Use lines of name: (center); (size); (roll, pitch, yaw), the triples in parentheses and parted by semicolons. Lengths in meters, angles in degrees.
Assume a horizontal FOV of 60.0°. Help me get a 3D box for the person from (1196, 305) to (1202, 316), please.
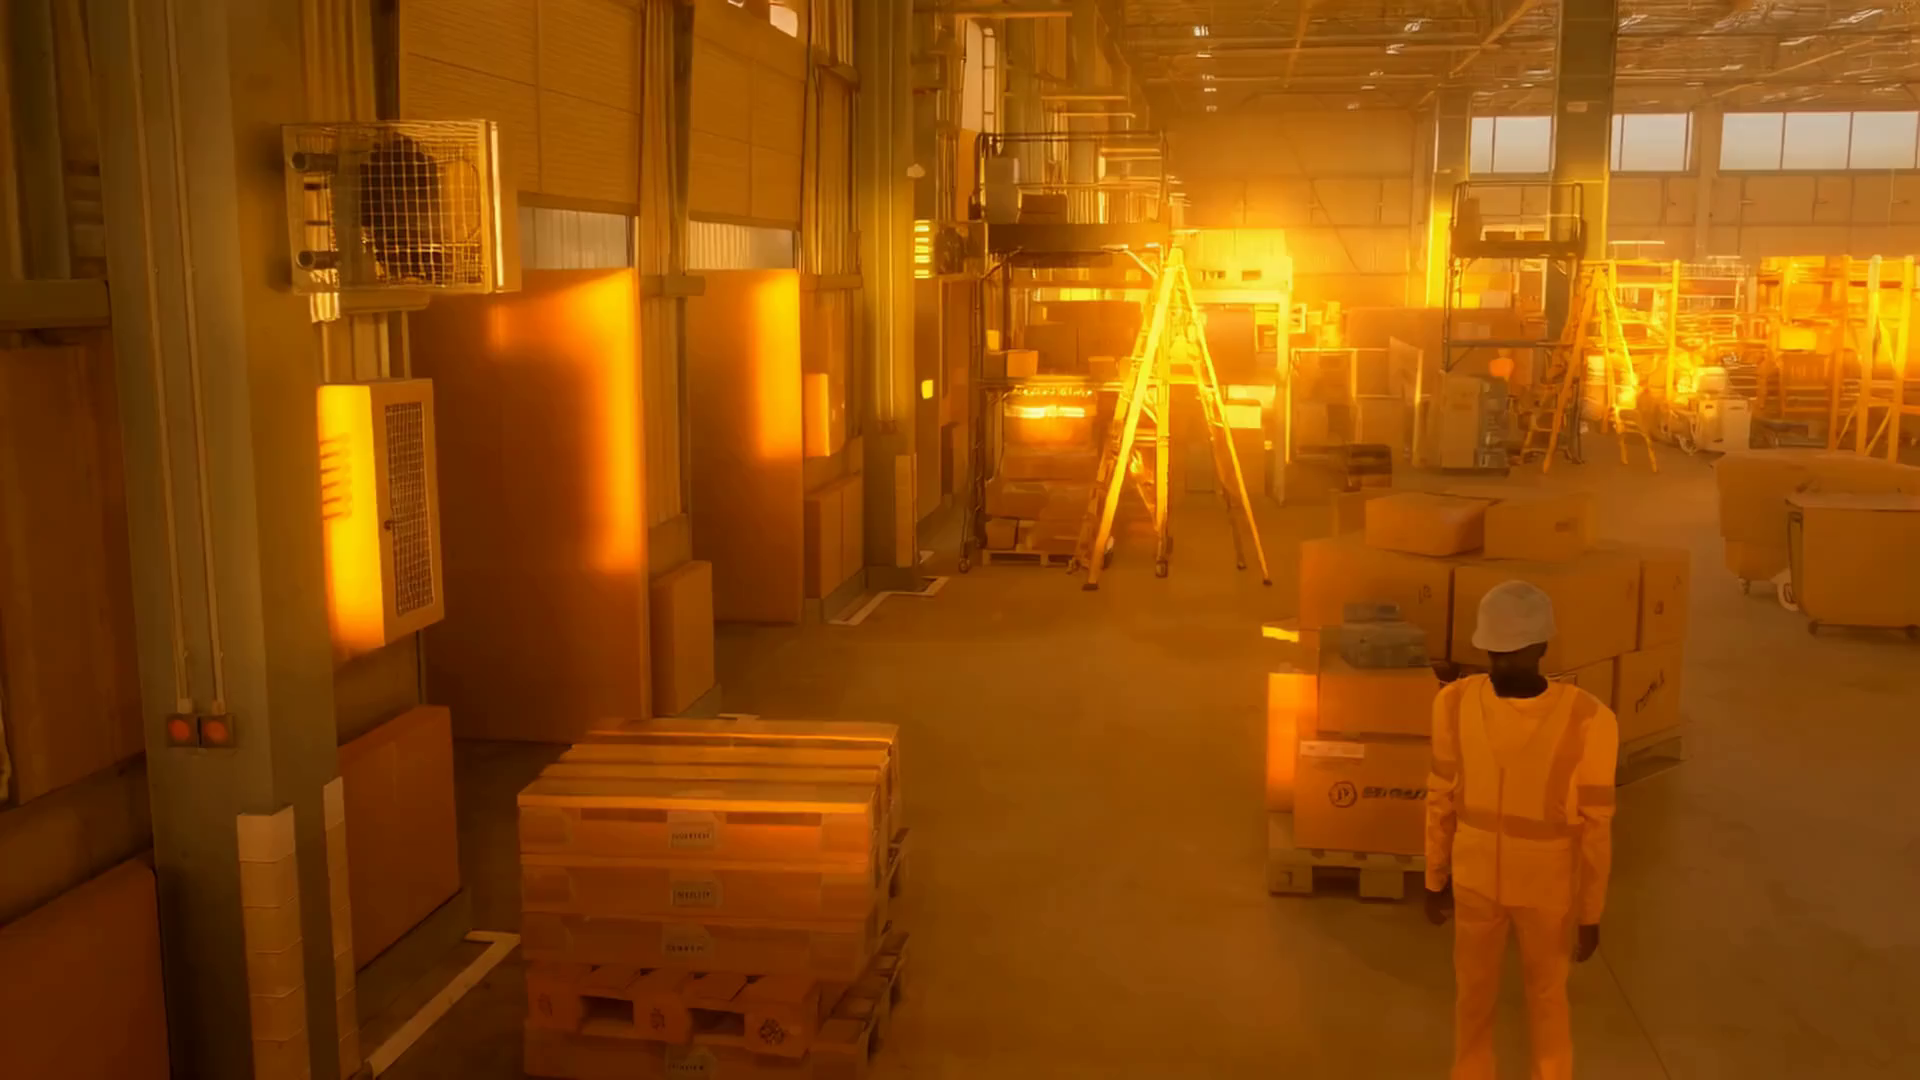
person: (6.232, -5.200, 43.742); (0.374, 1.935, 0.550); (-8, 12, -40)

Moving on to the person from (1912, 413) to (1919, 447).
person: (15.632, -2.353, 26.804); (0.322, 1.737, 0.486); (9, 13, 43)

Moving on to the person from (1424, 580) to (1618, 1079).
person: (1.709, 1.063, 5.175); (0.587, 1.918, 0.398); (7, 12, 39)

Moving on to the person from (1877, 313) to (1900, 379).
person: (20.628, -4.075, 36.869); (0.571, 1.911, 0.672); (-2, 9, -12)

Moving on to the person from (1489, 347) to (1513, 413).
person: (9.070, -2.531, 28.089); (0.550, 1.680, 0.609); (-4, 10, -26)

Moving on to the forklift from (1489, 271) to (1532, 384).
forklift: (13.422, -5.322, 41.591); (1.873, 2.768, 1.129); (1, 9, 9)

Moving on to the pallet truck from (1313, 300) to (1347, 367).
pallet truck: (11.159, -6.200, 49.718); (0.823, 1.965, 1.885); (4, 10, 26)
